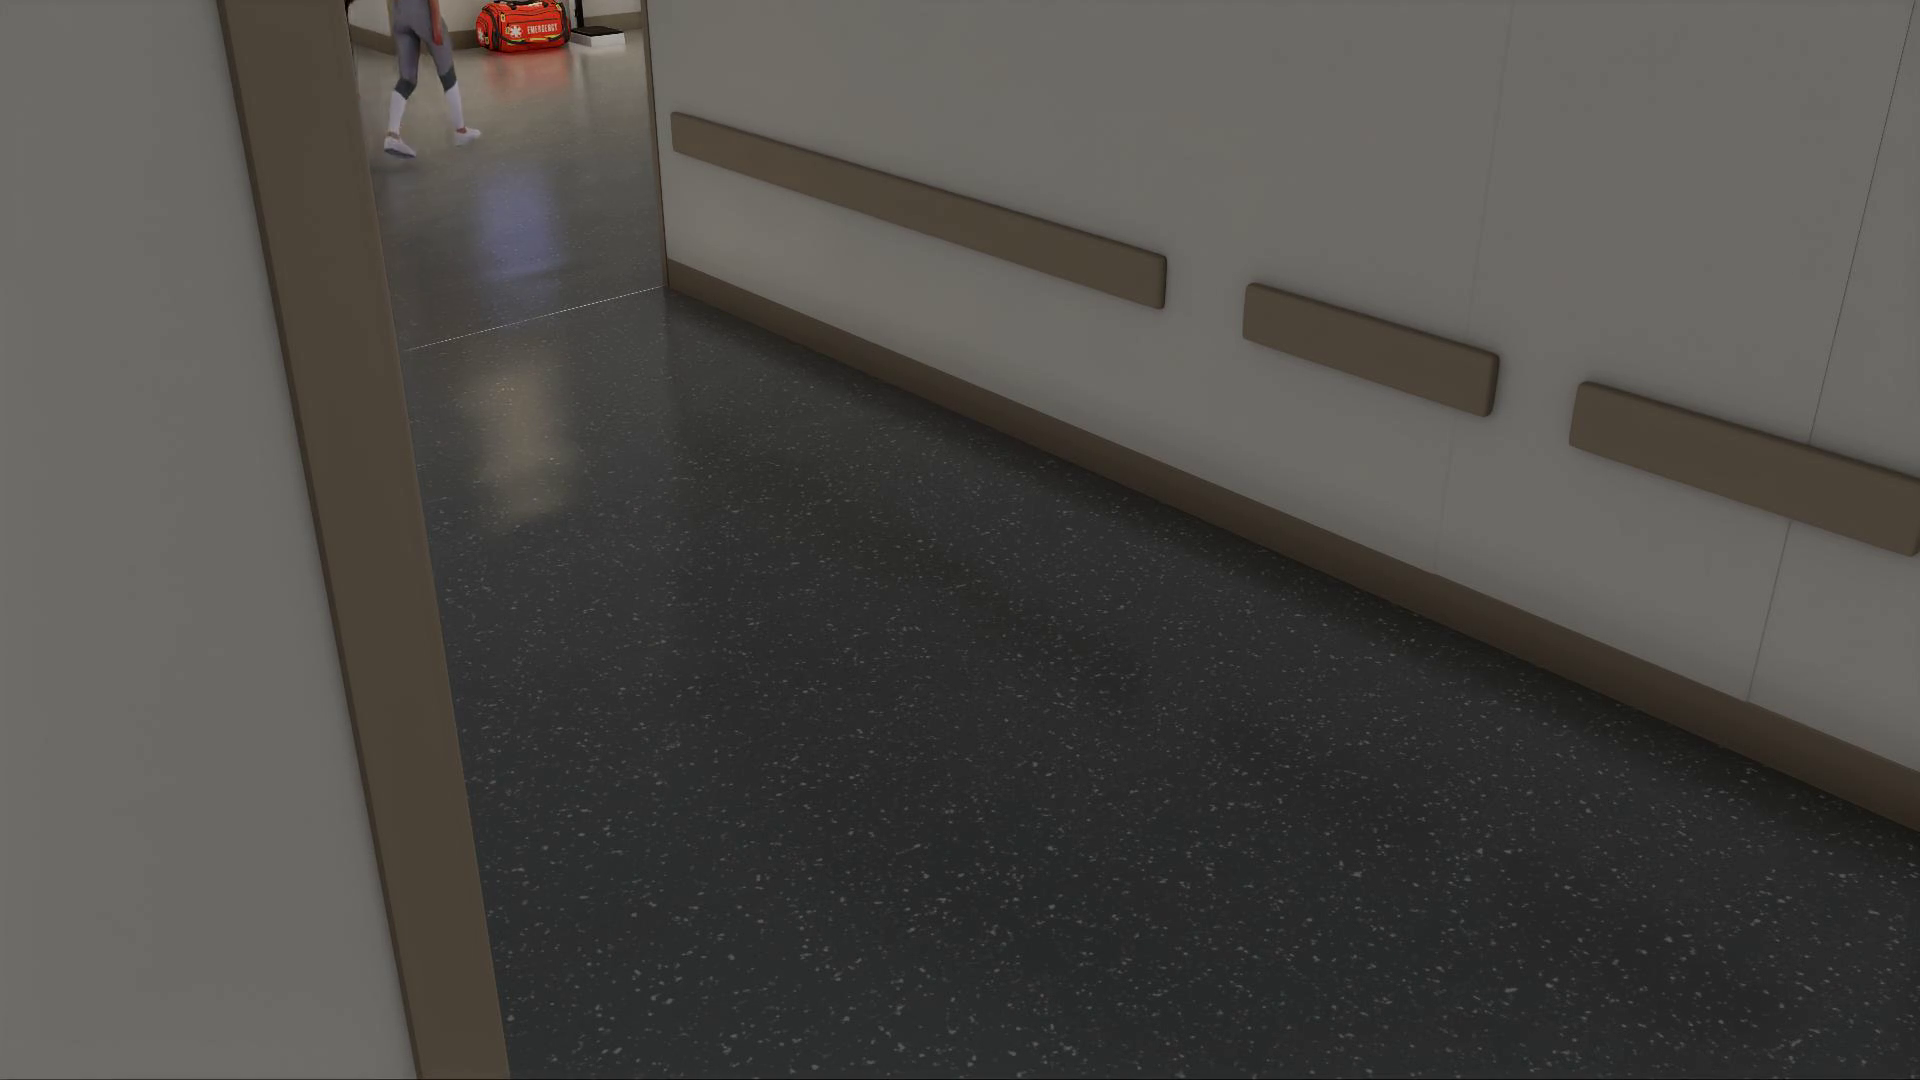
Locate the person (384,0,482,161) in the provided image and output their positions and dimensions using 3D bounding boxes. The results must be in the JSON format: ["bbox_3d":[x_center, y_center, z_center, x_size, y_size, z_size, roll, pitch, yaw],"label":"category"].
[{"bbox_3d":[-3.481,-3.234,10.511,0.947,1.664,1.205,10,27,19],"label":"person"}]
